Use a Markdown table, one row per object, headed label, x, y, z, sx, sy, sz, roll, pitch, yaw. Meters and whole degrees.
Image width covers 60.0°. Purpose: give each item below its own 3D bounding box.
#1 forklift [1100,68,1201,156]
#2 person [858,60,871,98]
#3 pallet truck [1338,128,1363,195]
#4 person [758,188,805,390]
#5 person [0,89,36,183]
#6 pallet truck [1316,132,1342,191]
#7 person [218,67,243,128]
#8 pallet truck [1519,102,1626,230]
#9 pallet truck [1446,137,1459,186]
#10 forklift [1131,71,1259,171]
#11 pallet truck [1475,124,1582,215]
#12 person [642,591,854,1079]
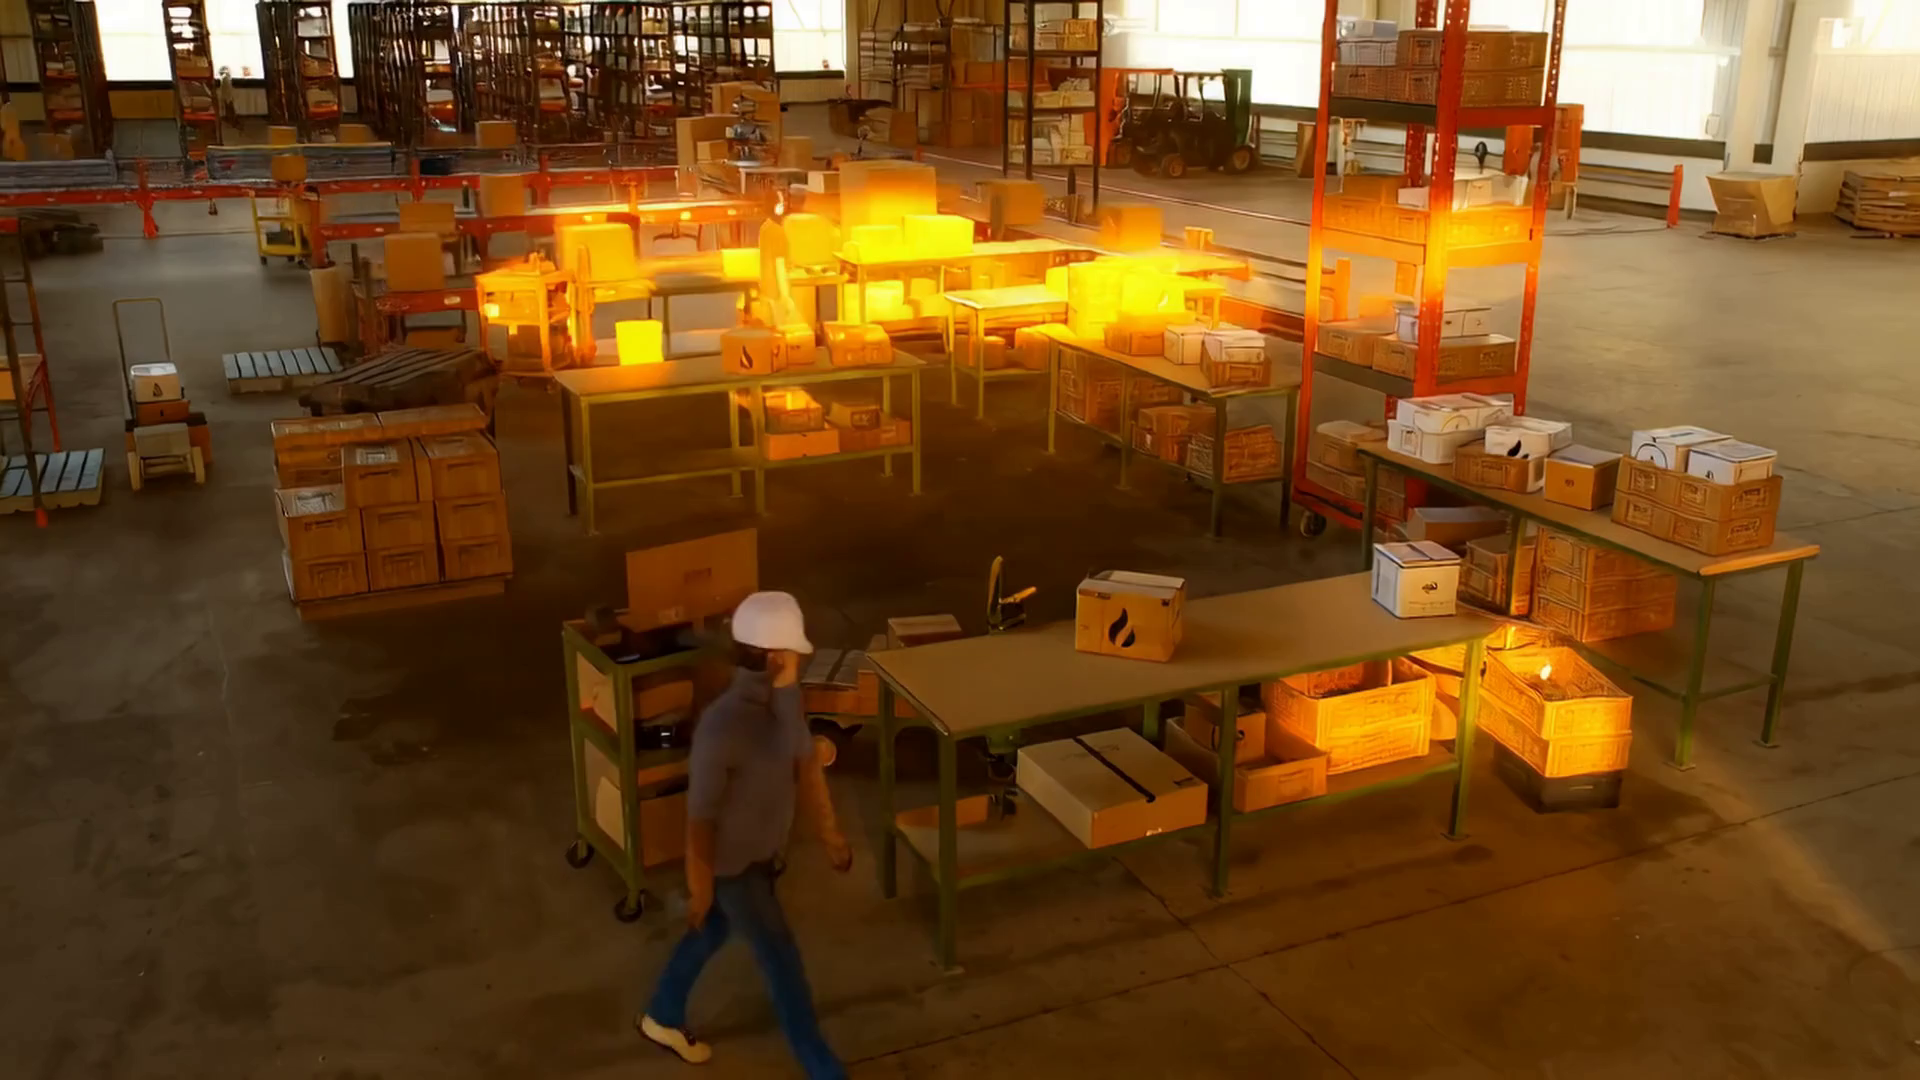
| label | x | y | z | sx | sy | sz | roll | pitch | yaw |
| --- | --- | --- | --- | --- | --- | --- | --- | --- | --- |
| forklift | 4.082 | -9.564 | 37.410 | 2.680 | 1.987 | 1.157 | -8 | 19 | -23 |
| person | -2.897 | -13.576 | 50.567 | 0.408 | 1.987 | 0.607 | -6 | 19 | -18 |
| pallet truck | 7.845 | -7.140 | 31.411 | 1.522 | 1.261 | 0.704 | -9 | 20 | -25 |
| person | -1.625 | -2.271 | 15.158 | 0.406 | 1.849 | 0.577 | -9 | 20 | -27 |
| person | -19.388 | -8.179 | 33.733 | 0.952 | 1.860 | 0.678 | -7 | 19 | -22 |
| pallet truck | 7.723 | -7.504 | 32.656 | 1.601 | 1.201 | 0.680 | -8 | 19 | -23 |
| person | -22.189 | -13.373 | 50.242 | 0.922 | 1.784 | 0.604 | -14 | 22 | -37 |
| pallet truck | 9.972 | -6.037 | 26.785 | 1.885 | 1.965 | 0.823 | -9 | 20 | -25 |
| pallet truck | 9.184 | -6.485 | 29.328 | 1.630 | 1.274 | 0.653 | -8 | 19 | -23 |
| forklift | 4.998 | -8.936 | 35.413 | 2.680 | 1.987 | 1.157 | -9 | 20 | -25 |
| pallet truck | 9.707 | -6.455 | 28.103 | 1.885 | 1.965 | 0.823 | -7 | 19 | -20 |
| person | -0.657 | 0.969 | 5.201 | 0.976 | 1.703 | 0.523 | 7 | 19 | 20 |
